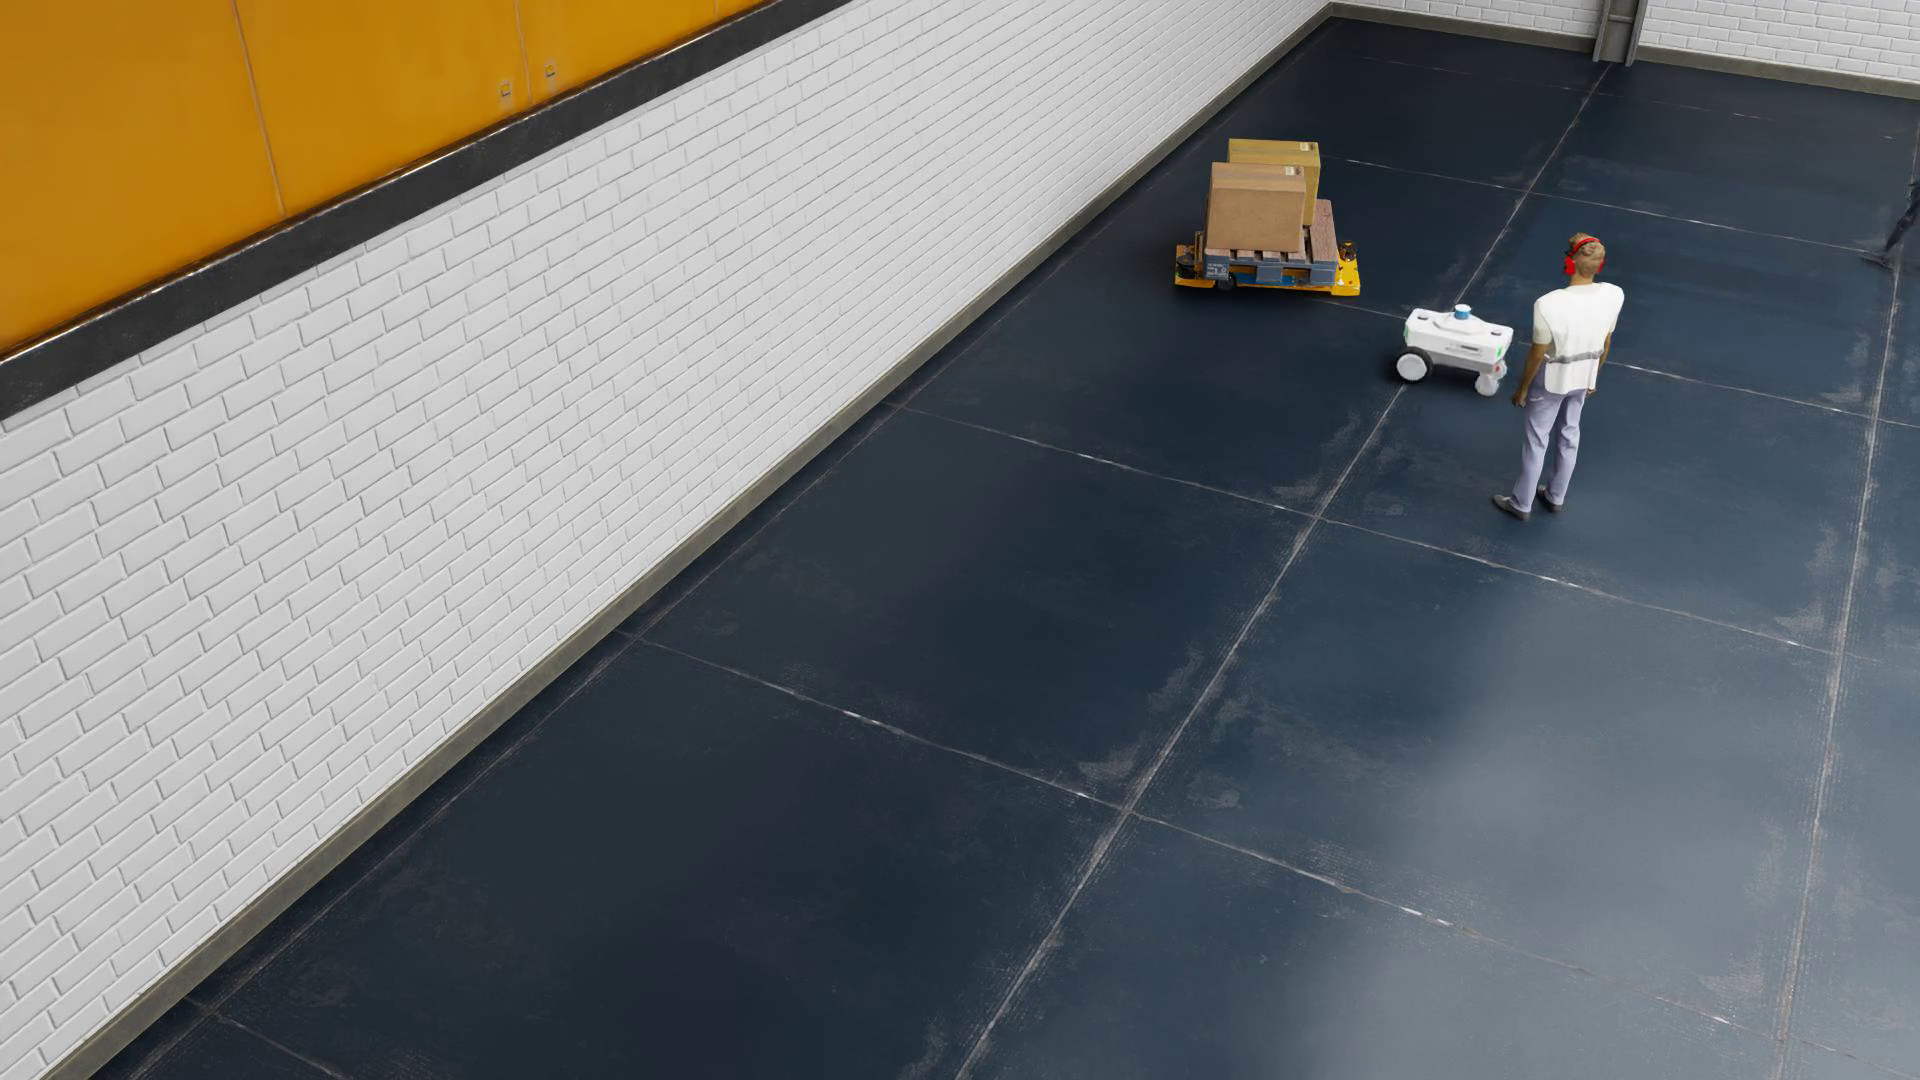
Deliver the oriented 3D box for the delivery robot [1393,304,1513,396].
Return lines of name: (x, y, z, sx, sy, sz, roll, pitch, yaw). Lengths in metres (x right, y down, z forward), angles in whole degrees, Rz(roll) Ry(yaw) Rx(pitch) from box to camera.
delivery robot: (3.490, -1.378, 11.778, 0.795, 0.602, 0.499, 16, 37, 23)

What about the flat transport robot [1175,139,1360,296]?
flat transport robot: (2.442, -2.198, 13.248, 1.431, 0.231, 0.659, 4, 34, 6)

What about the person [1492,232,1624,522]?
person: (3.597, -0.943, 9.968, 0.565, 1.846, 0.390, -10, 35, -15)

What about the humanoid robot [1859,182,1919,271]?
humanoid robot: (7.653, -2.877, 13.016, 0.588, 1.629, 0.720, -26, 42, -33)
